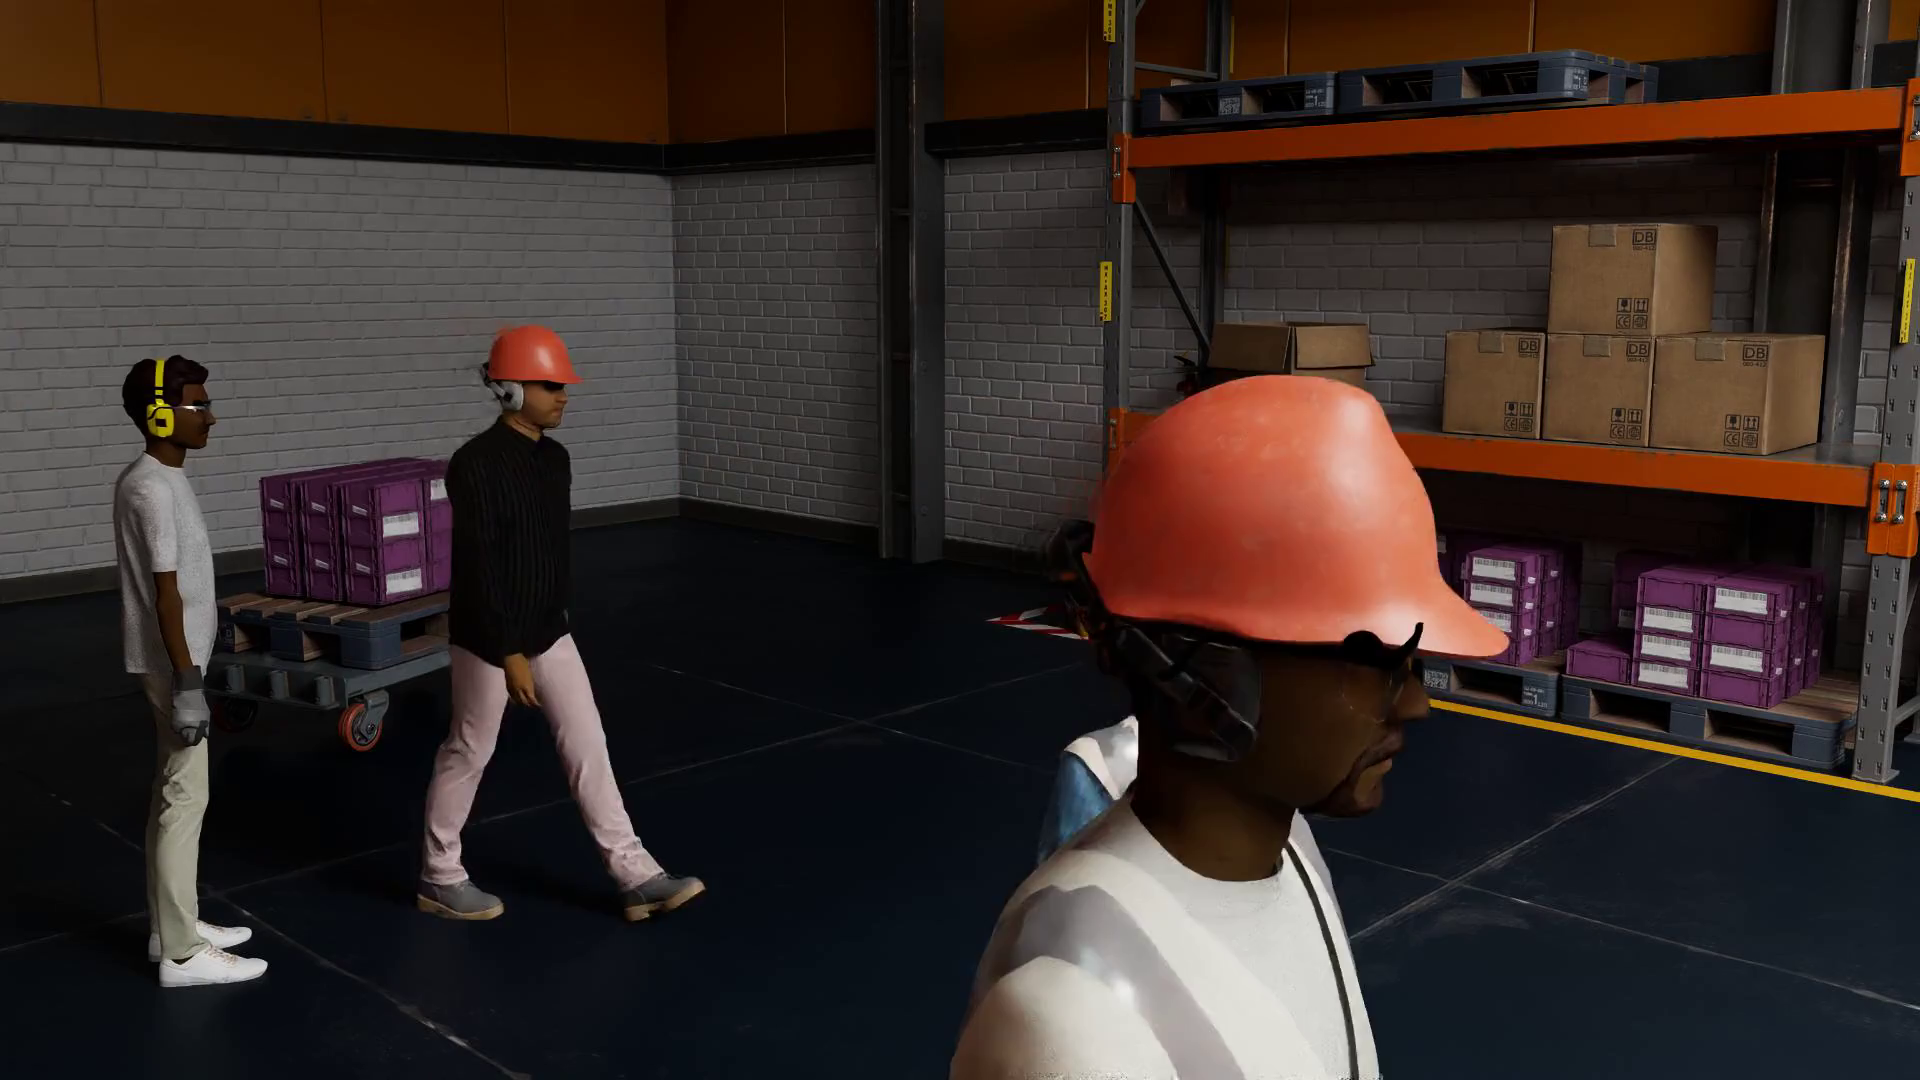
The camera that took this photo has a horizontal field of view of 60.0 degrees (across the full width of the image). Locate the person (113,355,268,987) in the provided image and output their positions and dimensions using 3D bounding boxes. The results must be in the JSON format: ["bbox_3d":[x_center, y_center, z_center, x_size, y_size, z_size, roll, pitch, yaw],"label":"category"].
[{"bbox_3d":[-2.317,0.388,4.960,0.312,1.869,0.538,-5,11,-29],"label":"person"}]

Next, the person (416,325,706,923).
[{"bbox_3d":[-1.358,0.300,5.275,1.009,1.939,0.624,4,10,22],"label":"person"}]

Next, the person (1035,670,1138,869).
[{"bbox_3d":[0.323,0.833,3.077,0.524,1.588,0.897,-8,12,-42],"label":"person"}]

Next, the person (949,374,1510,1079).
[{"bbox_3d":[0.230,0.885,1.399,0.408,2.042,0.611,4,10,25],"label":"person"}]
